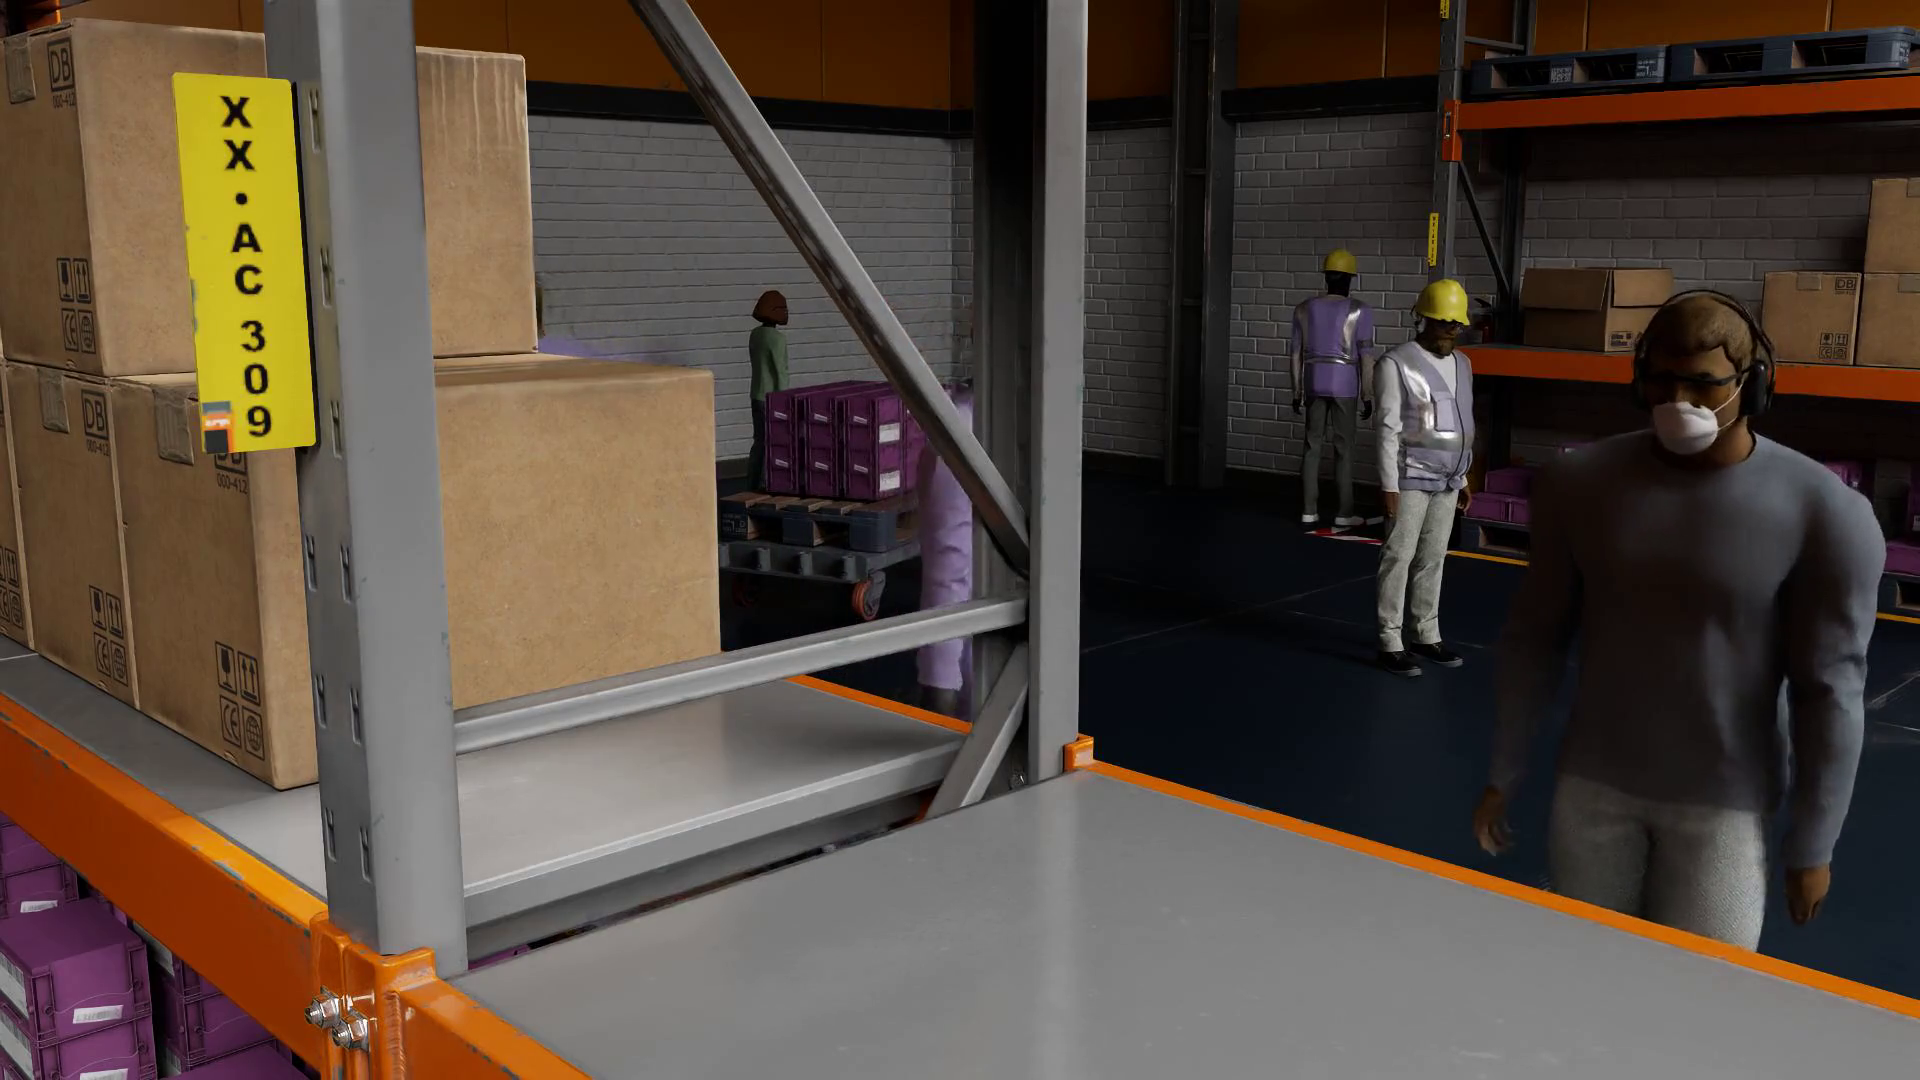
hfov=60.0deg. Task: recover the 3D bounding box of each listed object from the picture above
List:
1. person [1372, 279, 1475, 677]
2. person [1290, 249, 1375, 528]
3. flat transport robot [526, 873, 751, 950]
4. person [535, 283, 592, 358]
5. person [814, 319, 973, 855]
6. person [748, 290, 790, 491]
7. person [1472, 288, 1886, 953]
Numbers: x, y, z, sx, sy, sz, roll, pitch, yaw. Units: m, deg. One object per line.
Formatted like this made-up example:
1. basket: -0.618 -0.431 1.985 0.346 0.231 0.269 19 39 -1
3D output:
1. person: 2.165 -0.288 7.711 0.588 1.822 0.403 -7 13 -34
2. person: 2.597 -1.050 11.586 0.594 1.922 0.385 7 12 33
3. flat transport robot: -0.864 1.054 4.624 1.431 0.197 0.652 10 15 44
4. person: -1.605 -0.108 6.579 0.976 1.897 0.655 8 13 36
5. person: -0.017 0.262 4.603 0.877 1.876 0.656 3 11 17
6. person: -1.374 -0.988 12.061 0.288 1.627 0.501 -7 12 -32
7. person: 1.339 0.497 3.147 0.409 1.925 0.647 -10 14 -43
